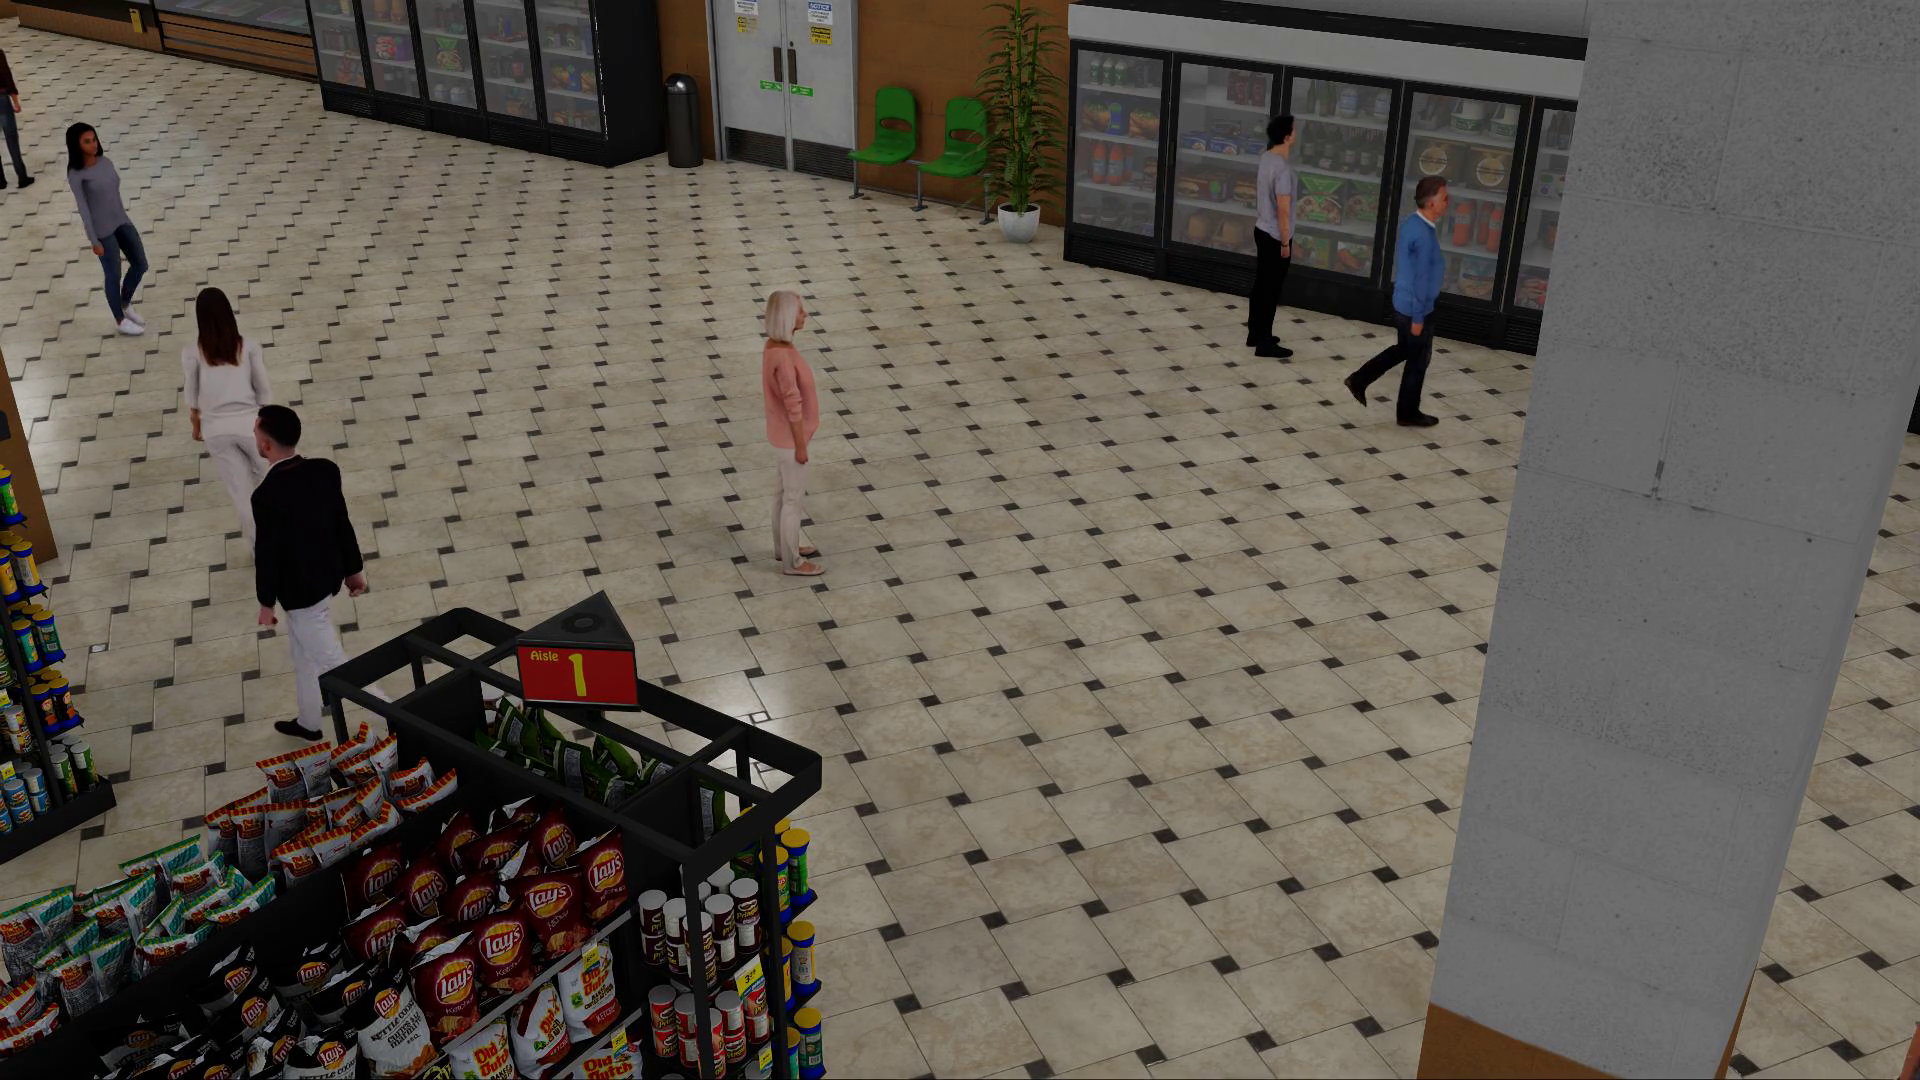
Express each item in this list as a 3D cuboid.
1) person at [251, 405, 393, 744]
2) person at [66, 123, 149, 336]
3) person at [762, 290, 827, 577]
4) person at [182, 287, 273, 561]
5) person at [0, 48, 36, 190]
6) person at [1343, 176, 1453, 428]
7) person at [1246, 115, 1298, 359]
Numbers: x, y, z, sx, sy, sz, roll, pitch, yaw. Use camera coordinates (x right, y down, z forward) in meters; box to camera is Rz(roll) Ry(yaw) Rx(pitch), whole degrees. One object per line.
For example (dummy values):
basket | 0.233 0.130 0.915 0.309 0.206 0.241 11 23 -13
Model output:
person | -2.954 0.276 7.788 0.973 1.801 1.219 8 28 16
person | -6.892 -2.470 13.287 0.774 1.724 0.656 7 28 14
person | -0.995 -0.625 9.648 0.718 1.726 0.681 -8 28 -15
person | -4.213 -0.621 9.707 0.953 1.664 0.910 -15 31 -27
person | -10.115 -4.583 17.393 0.688 1.780 0.756 -5 27 -10
person | 3.080 -1.643 11.577 0.998 1.795 0.993 1 27 2
person | 2.428 -2.363 12.921 0.791 1.864 0.727 -4 27 -8
